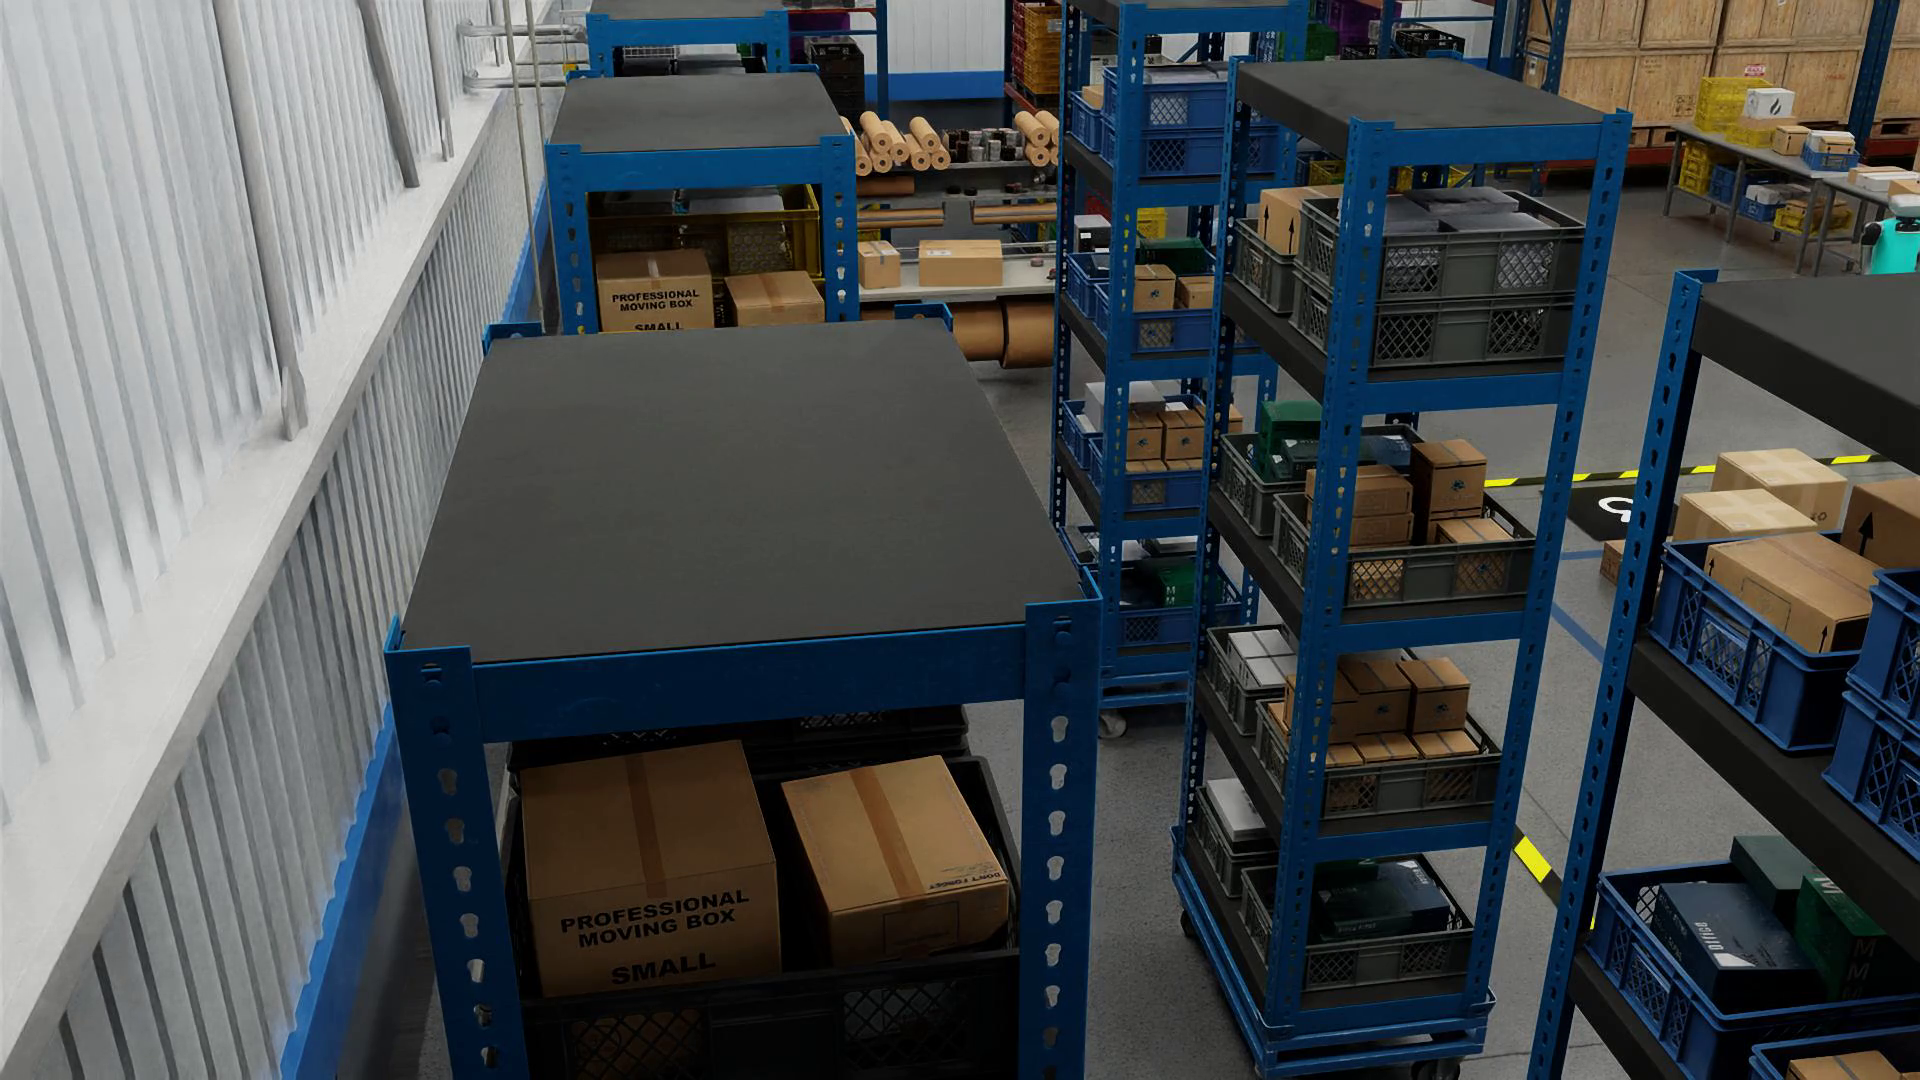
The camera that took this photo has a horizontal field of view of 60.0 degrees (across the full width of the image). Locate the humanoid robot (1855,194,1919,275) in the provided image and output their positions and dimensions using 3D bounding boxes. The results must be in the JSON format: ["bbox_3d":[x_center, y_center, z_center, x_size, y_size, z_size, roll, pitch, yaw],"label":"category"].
[{"bbox_3d":[6.624,-1.541,11.726,0.533,1.681,0.735,1,25,2],"label":"humanoid robot"}]

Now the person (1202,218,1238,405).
[{"bbox_3d":[1.692,-1.239,11.101,0.395,1.849,0.588,-4,25,-9],"label":"person"}]
